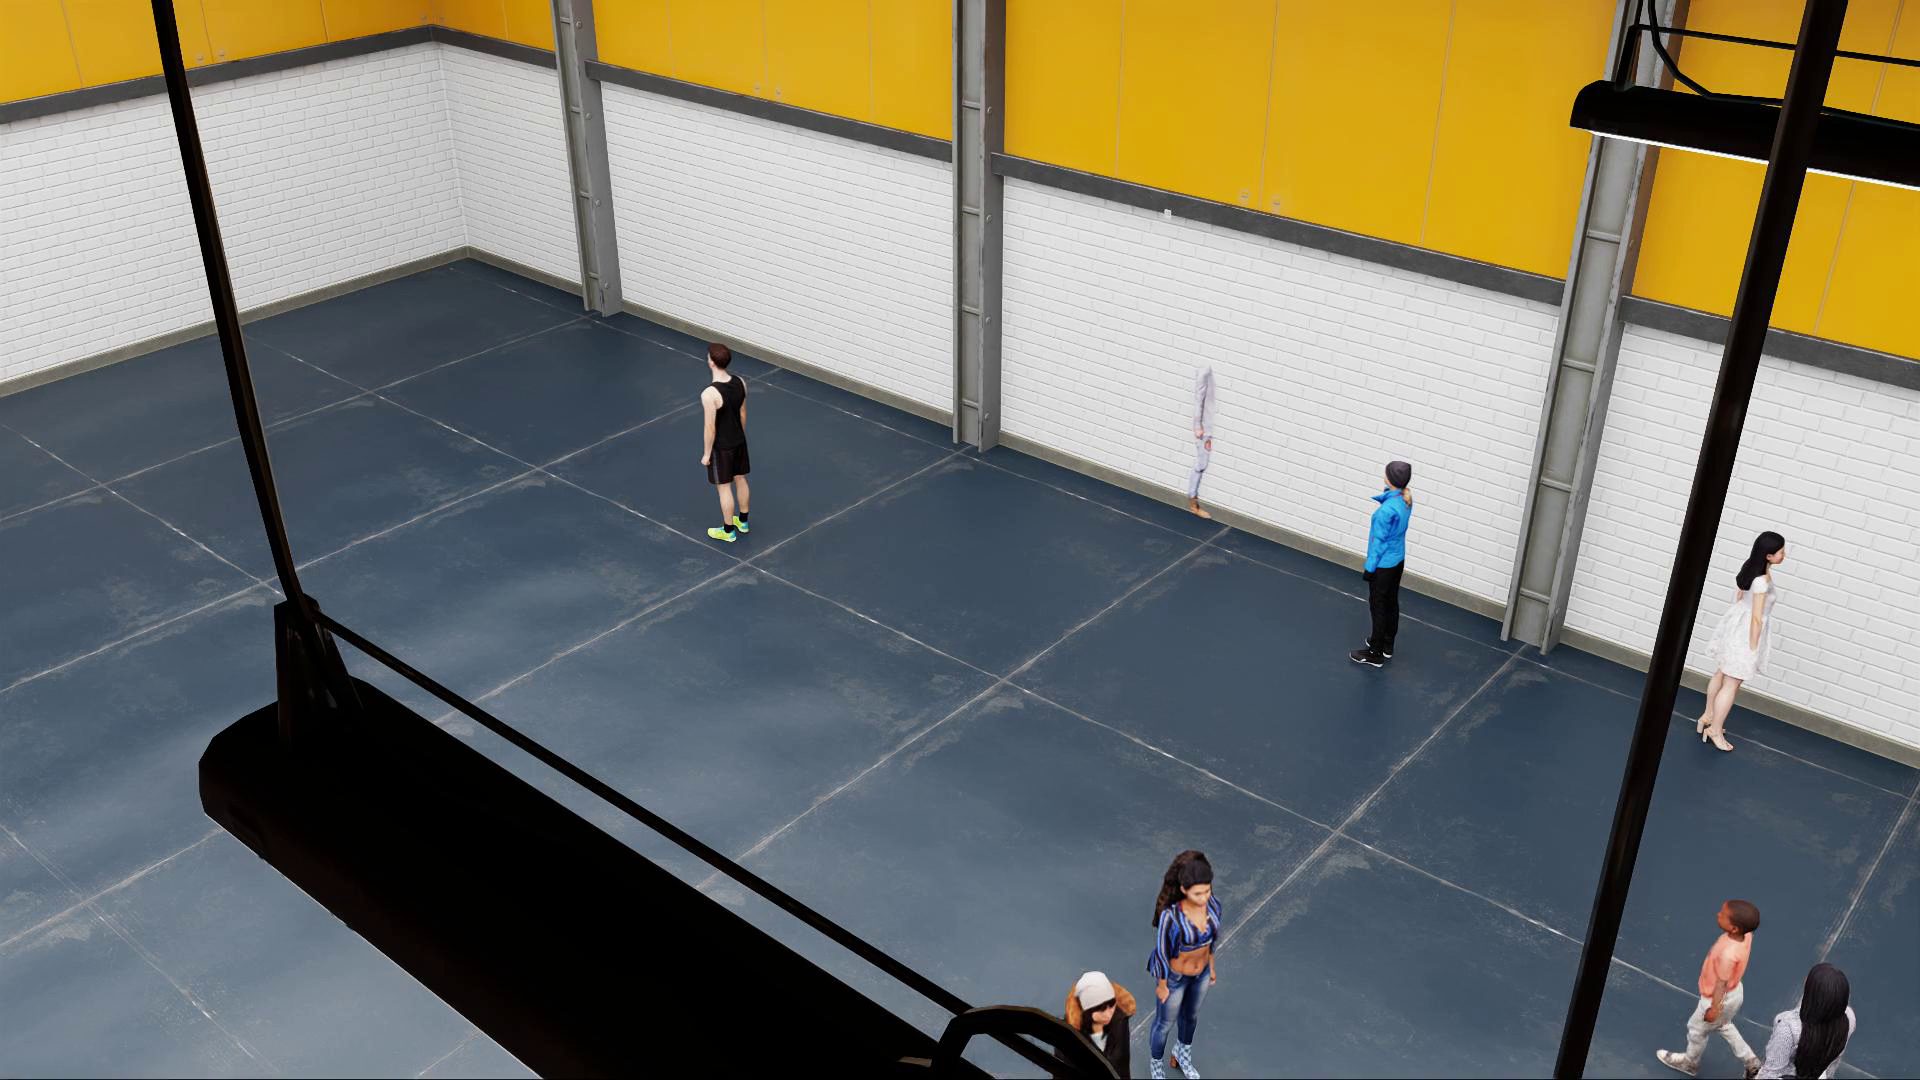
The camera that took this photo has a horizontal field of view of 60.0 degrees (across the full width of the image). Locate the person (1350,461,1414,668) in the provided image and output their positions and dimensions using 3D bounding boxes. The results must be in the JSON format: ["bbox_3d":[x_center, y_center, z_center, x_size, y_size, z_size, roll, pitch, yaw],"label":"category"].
[{"bbox_3d":[3.394,0.182,13.214,0.521,1.795,0.621,24,37,37],"label":"person"}]

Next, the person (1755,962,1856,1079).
[{"bbox_3d":[4.215,2.817,8.457,0.677,1.725,0.713,-5,29,-10],"label":"person"}]

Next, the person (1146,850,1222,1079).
[{"bbox_3d":[1.253,2.421,9.297,0.674,1.616,0.667,-14,32,-24],"label":"person"}]

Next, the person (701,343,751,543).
[{"bbox_3d":[-2.118,-0.887,15.073,0.588,1.892,0.687,19,34,31],"label":"person"}]

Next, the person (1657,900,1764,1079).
[{"bbox_3d":[4.342,2.577,9.347,0.786,1.294,0.484,23,36,36],"label":"person"}]

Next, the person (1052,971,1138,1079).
[{"bbox_3d":[0.625,2.812,8.576,0.832,1.619,1.010,-13,31,-23],"label":"person"}]

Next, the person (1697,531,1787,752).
[{"bbox_3d":[5.765,0.727,12.238,0.789,1.773,0.762,6,29,10],"label":"person"}]
